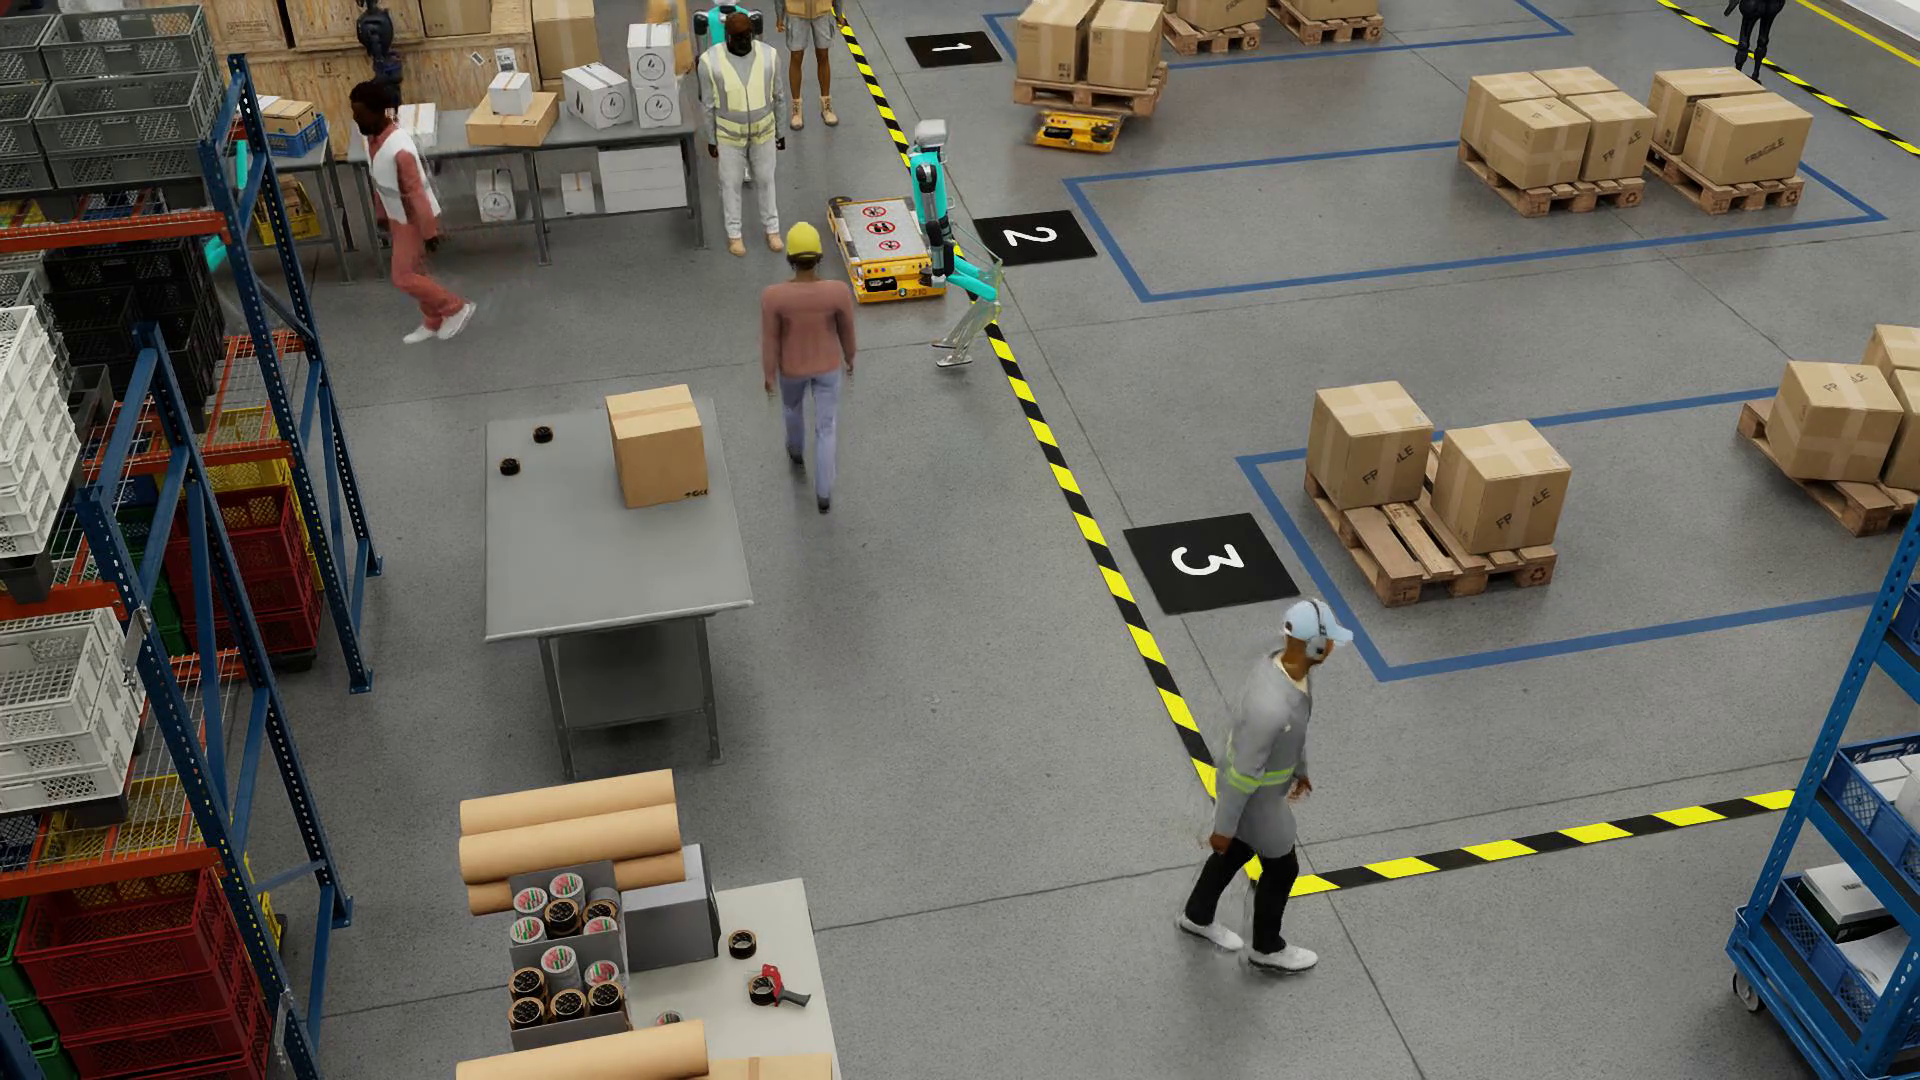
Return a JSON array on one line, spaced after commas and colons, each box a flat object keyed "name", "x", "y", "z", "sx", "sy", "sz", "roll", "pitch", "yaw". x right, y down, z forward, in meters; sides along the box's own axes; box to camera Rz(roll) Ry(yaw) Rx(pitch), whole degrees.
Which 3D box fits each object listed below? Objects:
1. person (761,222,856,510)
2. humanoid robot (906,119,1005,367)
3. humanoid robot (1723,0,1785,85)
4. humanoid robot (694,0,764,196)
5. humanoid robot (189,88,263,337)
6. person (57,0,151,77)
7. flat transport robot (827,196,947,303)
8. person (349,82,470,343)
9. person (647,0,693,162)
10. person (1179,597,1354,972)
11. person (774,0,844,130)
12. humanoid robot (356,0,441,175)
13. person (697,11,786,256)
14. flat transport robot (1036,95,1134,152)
[{"name": "person", "x": -0.889, "y": -1.083, "z": 9.770, "sx": 0.550, "sy": 1.729, "sz": 0.836, "roll": -5, "pitch": 37, "yaw": -7}, {"name": "humanoid robot", "x": 0.032, "y": -1.912, "z": 10.786, "sx": 0.735, "sy": 1.671, "sz": 0.533, "roll": -2, "pitch": 37, "yaw": -2}, {"name": "humanoid robot", "x": 7.205, "y": -4.902, "z": 14.952, "sx": 0.599, "sy": 1.655, "sz": 0.315, "roll": -13, "pitch": 39, "yaw": -17}, {"name": "humanoid robot", "x": -1.803, "y": -3.598, "z": 13.151, "sx": 0.557, "sy": 1.744, "sz": 0.847, "roll": -5, "pitch": 37, "yaw": -6}, {"name": "humanoid robot", "x": -5.059, "y": -2.135, "z": 11.185, "sx": 0.808, "sy": 1.745, "sz": 0.530, "roll": -11, "pitch": 38, "yaw": -15}, {"name": "person", "x": -6.645, "y": -3.756, "z": 13.151, "sx": 0.708, "sy": 2.005, "sz": 0.640, "roll": 30, "pitch": 46, "yaw": 34}, {"name": "flat transport robot", "x": -0.570, "y": -2.220, "z": 12.538, "sx": 0.659, "sy": 0.231, "sz": 1.431, "roll": -8, "pitch": 37, "yaw": -10}, {"name": "person", "x": -3.699, "y": -2.139, "z": 11.071, "sx": 0.456, "sy": 1.896, "sz": 0.579, "roll": -21, "pitch": 42, "yaw": -26}, {"name": "person", "x": -2.364, "y": -3.843, "z": 13.350, "sx": 0.435, "sy": 1.919, "sz": 0.534, "roll": 1, "pitch": 37, "yaw": 1}, {"name": "person", "x": 1.302, "y": 1.041, "z": 6.870, "sx": 0.705, "sy": 1.799, "sz": 0.662, "roll": 9, "pitch": 38, "yaw": 12}, {"name": "person", "x": -1.278, "y": -4.509, "z": 14.132, "sx": 0.604, "sy": 2.041, "sz": 0.380, "roll": -8, "pitch": 37, "yaw": -10}, {"name": "humanoid robot", "x": -4.558, "y": -3.699, "z": 13.346, "sx": 0.582, "sy": 1.634, "sz": 0.598, "roll": -10, "pitch": 38, "yaw": -13}, {"name": "person", "x": -1.578, "y": -2.990, "z": 12.261, "sx": 0.622, "sy": 1.838, "sz": 0.430, "roll": -10, "pitch": 38, "yaw": -14}, {"name": "flat transport robot", "x": 1.140, "y": -3.817, "z": 14.660, "sx": 0.652, "sy": 0.197, "sz": 1.431, "roll": 9, "pitch": 38, "yaw": 12}]
